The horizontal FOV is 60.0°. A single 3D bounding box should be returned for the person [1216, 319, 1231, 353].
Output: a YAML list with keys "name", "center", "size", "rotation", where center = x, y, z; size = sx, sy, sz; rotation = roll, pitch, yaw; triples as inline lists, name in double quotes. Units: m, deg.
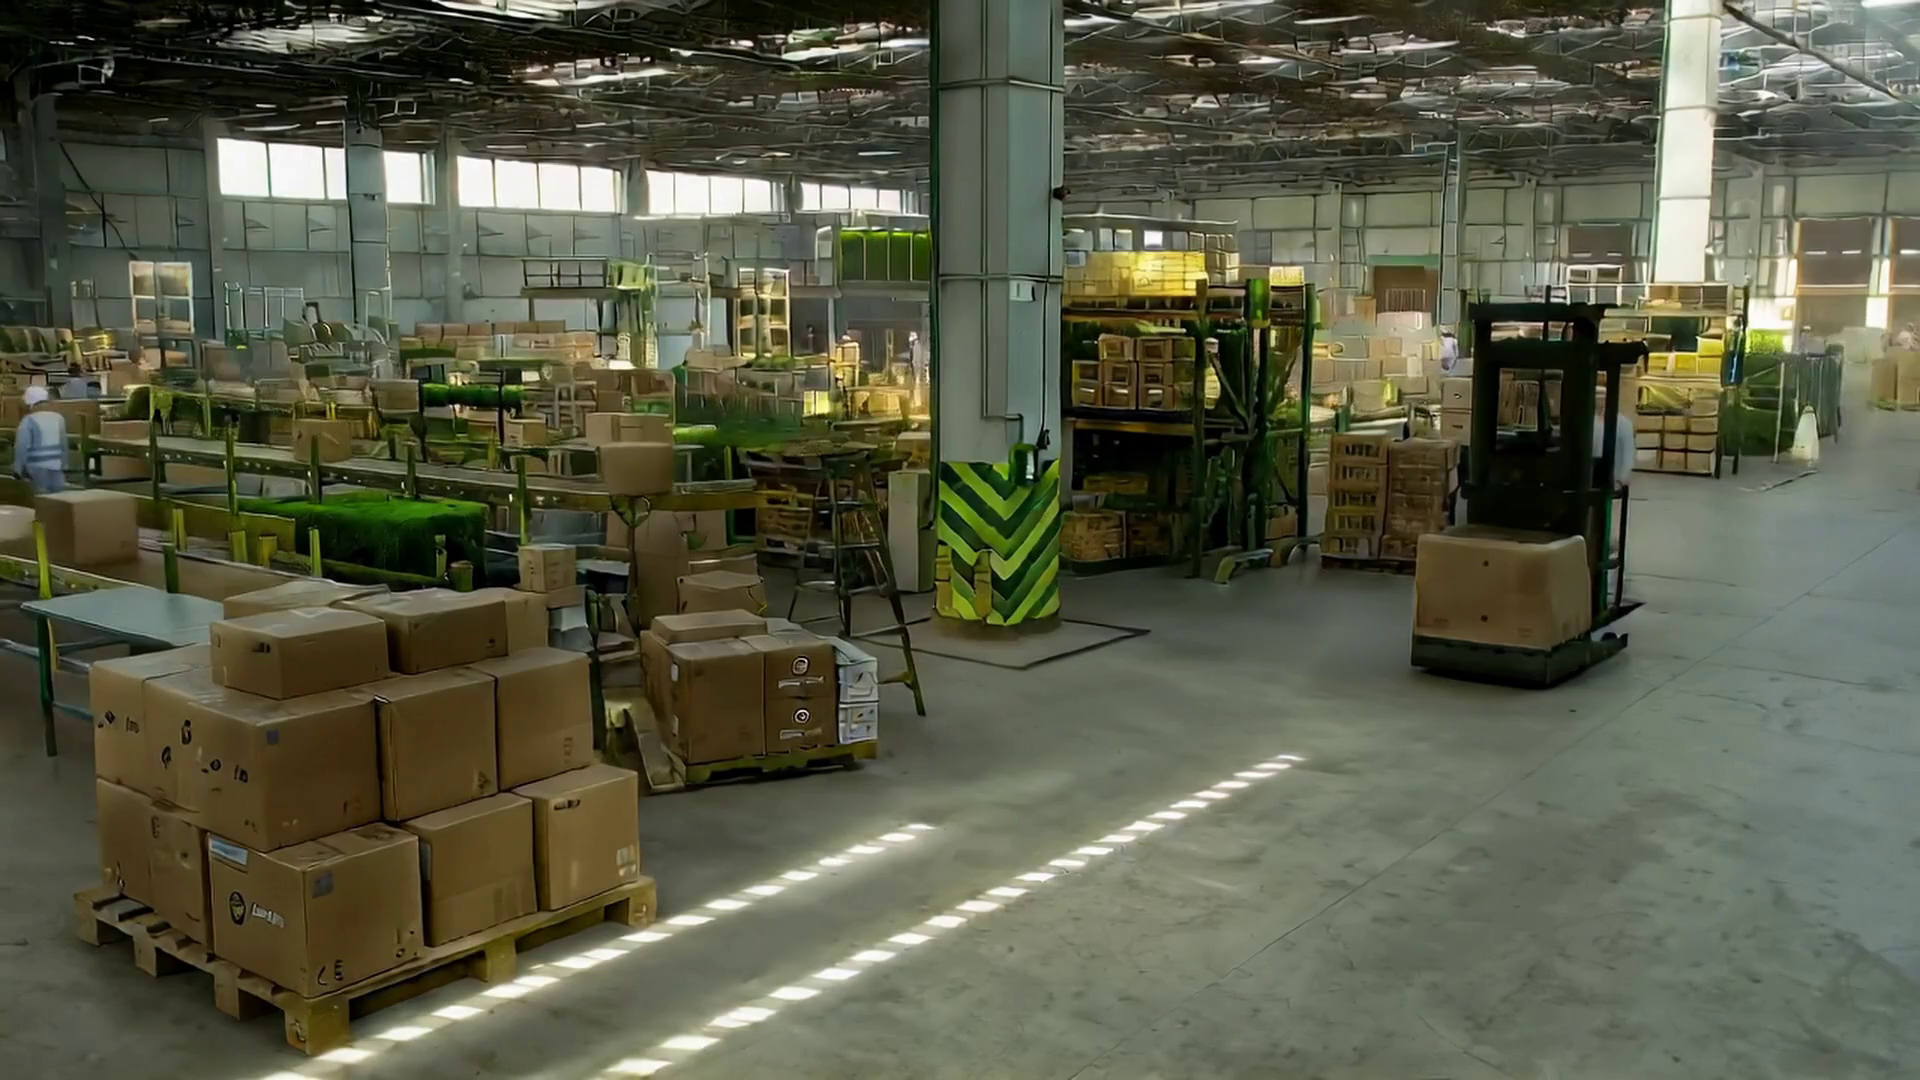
- name: "person"
  center: [9.503, -7.021, 60.197]
  size: [0.612, 1.995, 0.376]
  rotation: [7, 11, 38]

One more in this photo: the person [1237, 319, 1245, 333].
- name: "person"
  center: [11.609, -8.222, 68.536]
  size: [0.399, 1.928, 0.542]
  rotation: [3, 9, 22]

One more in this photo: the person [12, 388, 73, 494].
- name: "person"
  center: [-10.846, -0.889, 19.539]
  size: [0.925, 1.781, 0.597]
  rotation: [3, 9, 20]

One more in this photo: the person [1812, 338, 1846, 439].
- name: "person"
  center: [17.343, -3.034, 33.316]
  size: [0.637, 1.990, 1.050]
  rotation: [-2, 9, -10]

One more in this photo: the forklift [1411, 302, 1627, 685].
- name: "forklift"
  center: [4.379, -0.438, 12.852]
  size: [1.129, 2.768, 1.873]
  rotation: [7, 11, 37]

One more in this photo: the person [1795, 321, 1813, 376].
- name: "person"
  center: [29.381, -6.648, 57.913]
  size: [0.550, 1.934, 0.613]
  rotation: [0, 8, 3]

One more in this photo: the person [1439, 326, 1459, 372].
- name: "person"
  center: [14.839, -5.535, 50.467]
  size: [0.544, 1.914, 0.870]
  rotation: [1, 9, 9]

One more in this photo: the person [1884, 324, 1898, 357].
- name: "person"
  center: [31.923, -6.446, 56.883]
  size: [0.960, 1.838, 0.589]
  rotation: [1, 9, 8]

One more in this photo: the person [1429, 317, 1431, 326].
- name: "person"
  center: [22.608, -9.965, 80.690]
  size: [0.915, 1.813, 0.517]
  rotation: [1, 8, 6]

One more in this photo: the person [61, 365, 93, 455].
- name: "person"
  center: [-15.878, -2.334, 29.872]
  size: [0.443, 1.603, 0.551]
  rotation: [6, 11, 37]

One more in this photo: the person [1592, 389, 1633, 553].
- name: "person"
  center: [7.076, -0.740, 18.349]
  size: [0.633, 1.853, 1.020]
  rotation: [7, 11, 41]

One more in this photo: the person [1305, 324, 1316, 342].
- name: "person"
  center: [14.964, -8.598, 71.209]
  size: [0.576, 1.881, 0.352]
  rotation: [4, 9, 24]

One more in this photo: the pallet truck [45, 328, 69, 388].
- name: "pallet truck"
  center: [-23.775, -4.544, 43.495]
  size: [1.885, 1.965, 0.823]
  rotation: [6, 10, 35]

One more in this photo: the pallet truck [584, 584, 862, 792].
- name: "pallet truck"
  center: [-1.426, 0.805, 10.019]
  size: [1.601, 1.201, 0.680]
  rotation: [-4, 9, -26]

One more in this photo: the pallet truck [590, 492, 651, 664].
- name: "pallet truck"
  center: [-3.115, 0.344, 12.883]
  size: [0.653, 1.274, 1.630]
  rotation: [7, 11, 37]

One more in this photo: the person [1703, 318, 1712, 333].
- name: "person"
  center: [32.581, -8.773, 72.527]
  size: [0.429, 1.841, 0.633]
  rotation: [5, 10, 30]

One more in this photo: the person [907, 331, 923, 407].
- name: "person"
  center: [-1.158, -4.346, 42.374]
  size: [0.362, 1.934, 0.543]
  rotation: [4, 9, 25]

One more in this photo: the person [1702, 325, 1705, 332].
- name: "person"
  center: [31.251, -8.465, 70.420]
  size: [0.537, 1.841, 0.745]
  rotation: [-6, 10, -34]

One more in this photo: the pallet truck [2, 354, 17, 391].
- name: "pallet truck"
  center: [-24.881, -4.417, 42.634]
  size: [1.885, 1.965, 0.823]
  rotation: [8, 11, 41]

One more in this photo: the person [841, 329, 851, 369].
- name: "person"
  center: [-3.661, -5.925, 53.686]
  size: [0.323, 1.736, 0.480]
  rotation: [5, 10, 29]

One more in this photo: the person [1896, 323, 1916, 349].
- name: "person"
  center: [27.487, -5.278, 48.296]
  size: [0.538, 2.000, 0.681]
  rotation: [8, 11, 42]
